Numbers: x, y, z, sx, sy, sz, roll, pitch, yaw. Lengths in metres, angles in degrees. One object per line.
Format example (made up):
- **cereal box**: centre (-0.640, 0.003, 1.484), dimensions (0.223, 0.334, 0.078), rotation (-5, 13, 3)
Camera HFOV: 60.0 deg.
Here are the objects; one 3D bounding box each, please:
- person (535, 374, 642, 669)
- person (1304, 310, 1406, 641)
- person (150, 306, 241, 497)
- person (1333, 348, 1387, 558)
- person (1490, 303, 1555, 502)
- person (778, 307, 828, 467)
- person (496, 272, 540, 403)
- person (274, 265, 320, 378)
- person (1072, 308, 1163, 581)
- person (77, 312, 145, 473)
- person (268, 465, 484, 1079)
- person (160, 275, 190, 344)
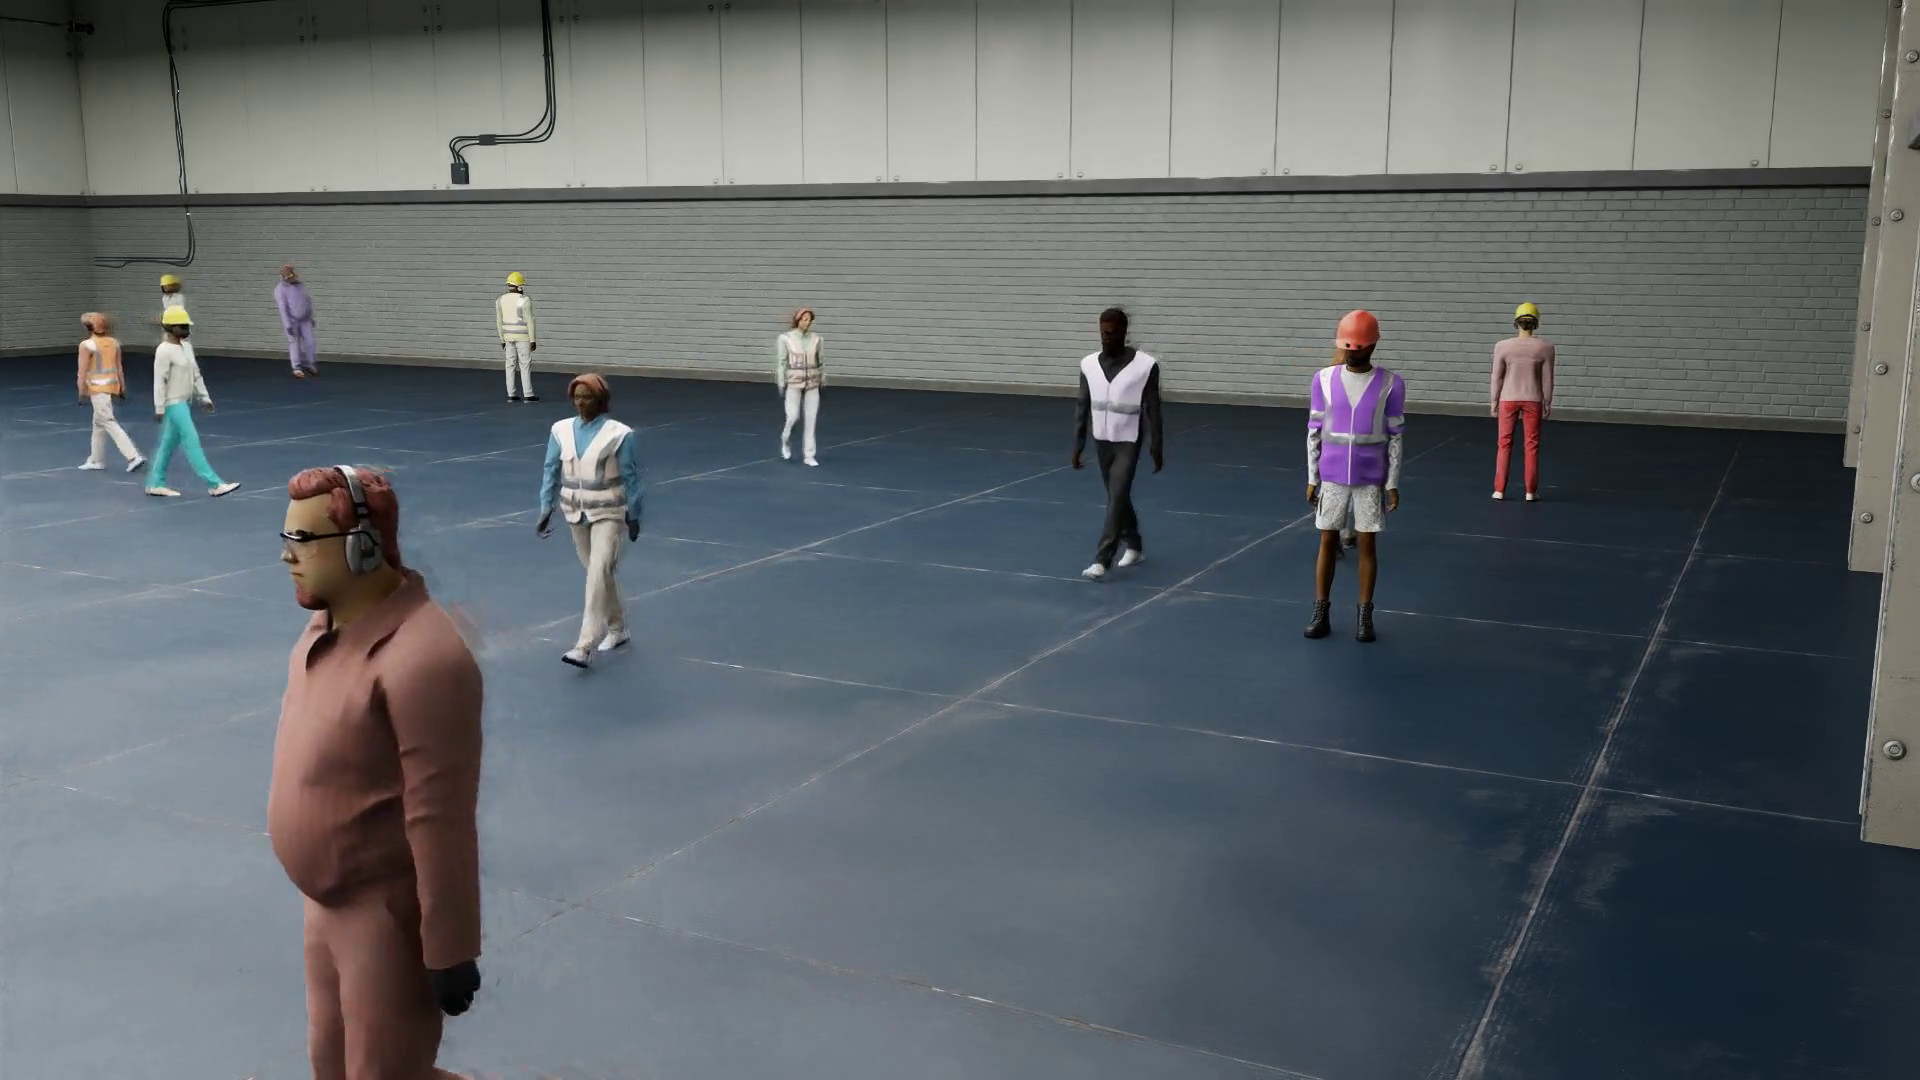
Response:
- **person**: centre (-2.051, -0.106, 9.147), dimensions (0.519, 1.594, 0.862), rotation (4, 11, 21)
- **person**: centre (2.278, -0.365, 9.647), dimensions (0.543, 1.927, 0.384), rotation (4, 11, 20)
- **person**: centre (-6.916, -1.220, 14.879), dimensions (0.913, 1.720, 0.531), rotation (0, 10, -2)
- **person**: centre (2.851, -0.682, 12.277), dimensions (0.511, 1.598, 0.832), rotation (7, 13, 34)
- **person**: centre (4.974, -1.215, 14.754), dimensions (0.532, 1.760, 0.341), rotation (3, 11, 15)
- **person**: centre (-1.617, -1.570, 17.006), dimensions (0.538, 1.623, 0.466), rotation (-5, 12, -27)
- **person**: centre (-6.213, -2.842, 23.404), dimensions (0.588, 1.834, 0.403), rotation (4, 11, 20)
- **person**: centre (-10.909, -3.578, 27.372), dimensions (0.492, 1.863, 0.739), rotation (7, 13, 34)
- **person**: centre (1.073, -0.674, 11.533), dimensions (0.601, 1.853, 1.026), rotation (7, 13, 34)
- **person**: centre (-8.480, -1.466, 16.525), dimensions (0.829, 1.606, 0.524), rotation (2, 11, 11)
- **person**: centre (-1.195, 0.763, 3.606), dimensions (0.613, 1.887, 0.651), rotation (-8, 13, -36)
- **person**: centre (-12.525, -3.342, 26.435), dimensions (0.498, 1.714, 0.733), rotation (4, 11, 21)
